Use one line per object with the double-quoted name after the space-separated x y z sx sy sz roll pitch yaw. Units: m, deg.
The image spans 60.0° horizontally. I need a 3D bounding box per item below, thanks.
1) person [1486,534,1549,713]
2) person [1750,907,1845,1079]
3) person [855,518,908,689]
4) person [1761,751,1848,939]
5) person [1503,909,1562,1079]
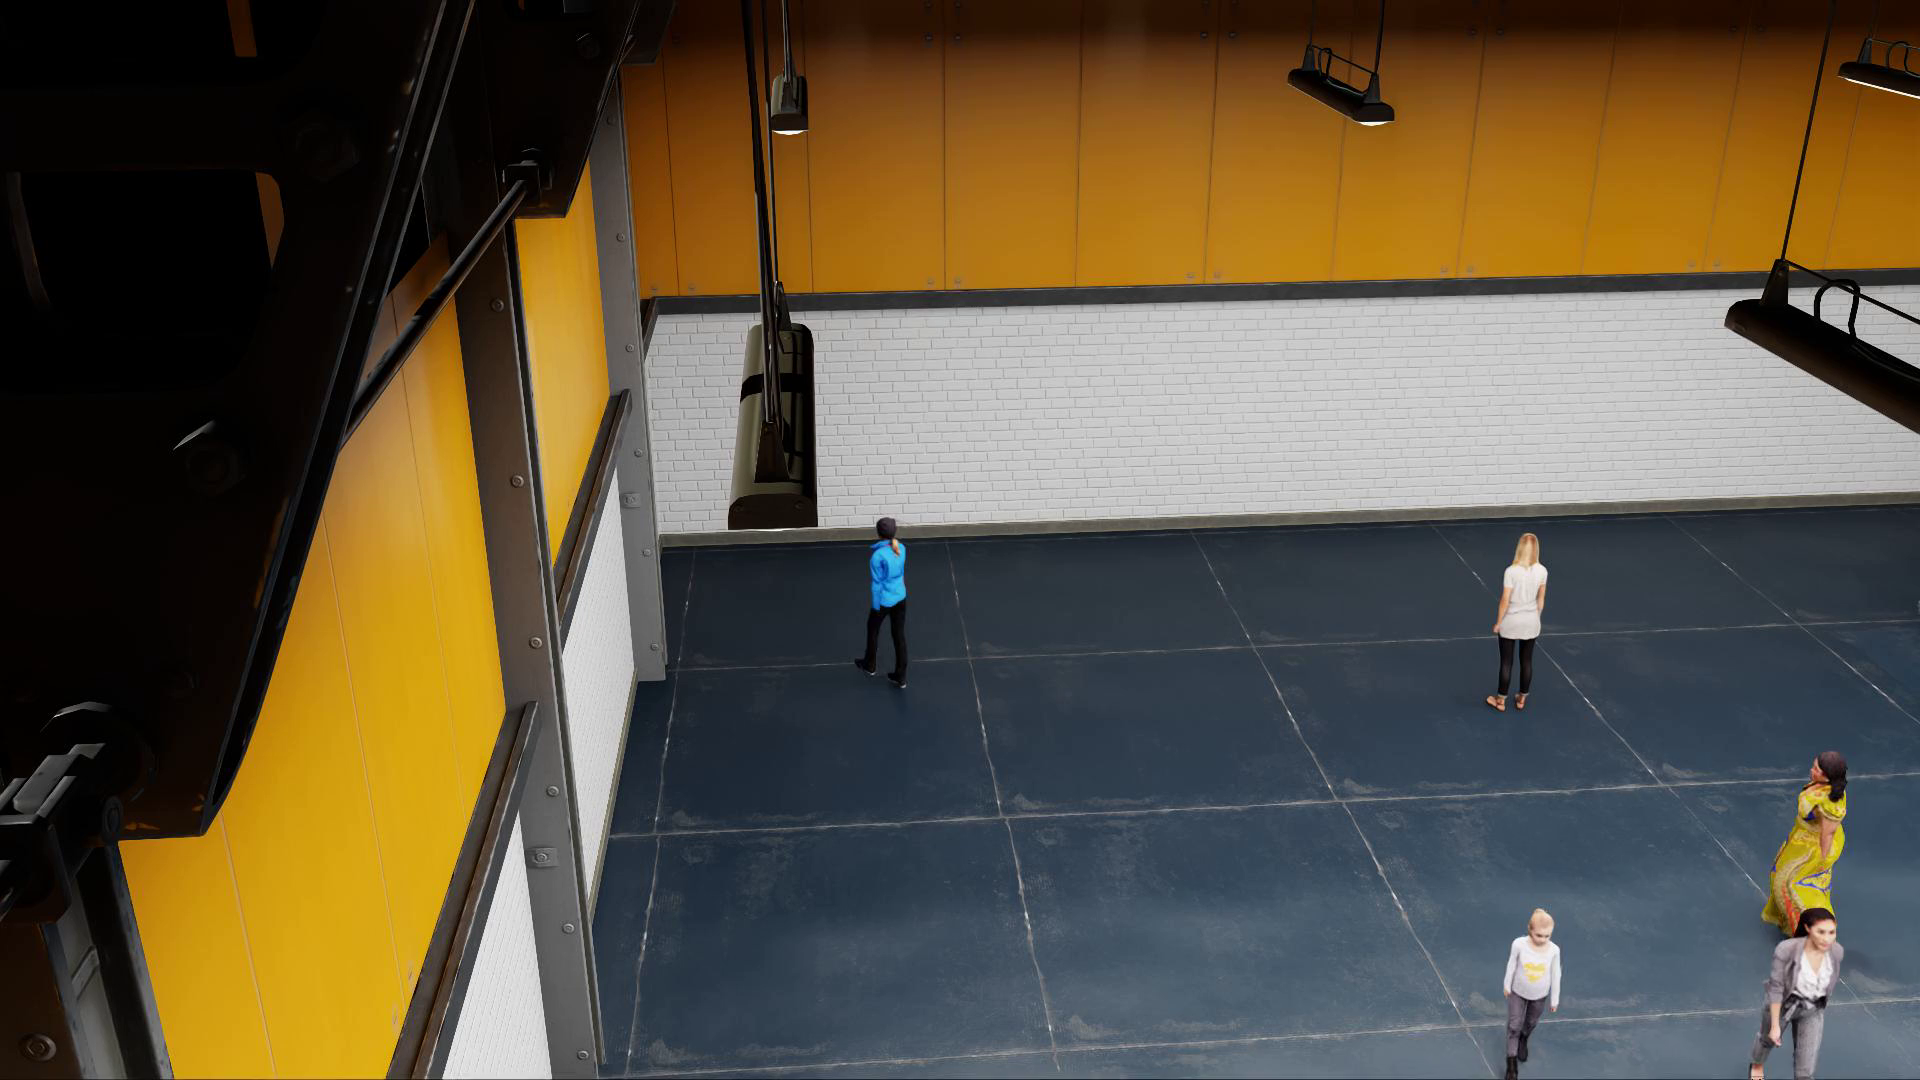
5.369 0.798 15.950 0.598 1.822 0.512 -2 24 -5 "person"
5.446 3.088 10.964 0.771 1.620 1.159 3 24 6 "person"
-0.638 0.637 16.375 0.900 1.777 1.018 -18 29 -35 "person"
6.578 2.346 12.623 1.008 1.650 0.897 9 25 20 "person"
3.921 3.075 11.443 0.651 1.259 0.846 5 24 12 "person"
